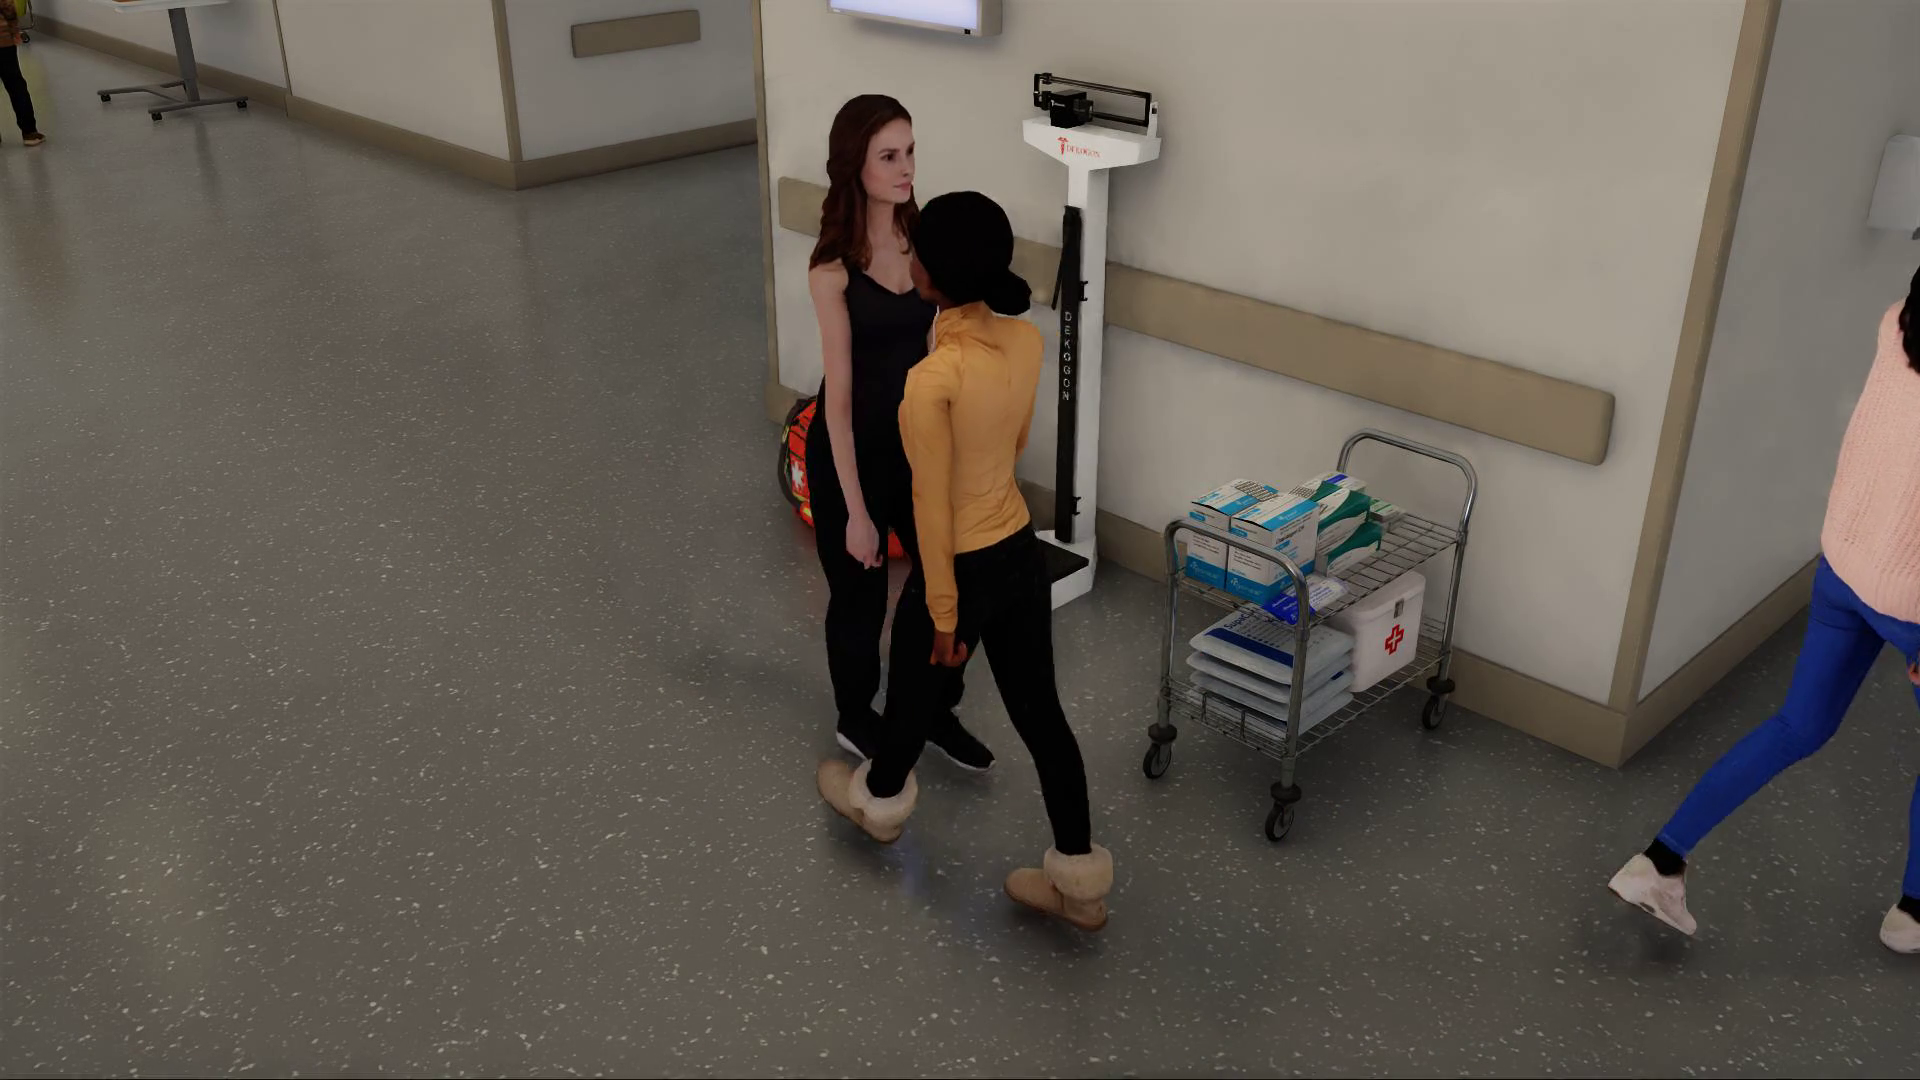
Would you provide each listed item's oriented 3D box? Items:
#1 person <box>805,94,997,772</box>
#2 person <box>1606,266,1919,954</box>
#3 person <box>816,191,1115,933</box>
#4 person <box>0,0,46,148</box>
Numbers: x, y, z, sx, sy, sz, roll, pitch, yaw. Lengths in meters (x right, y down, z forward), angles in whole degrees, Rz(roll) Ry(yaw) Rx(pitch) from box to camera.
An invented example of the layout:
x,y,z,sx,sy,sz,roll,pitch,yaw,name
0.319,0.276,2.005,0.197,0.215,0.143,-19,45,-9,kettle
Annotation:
x,y,z,sx,sy,sz,roll,pitch,yaw,name
-0.266,-0.214,4.068,0.591,1.732,0.667,-23,34,-39,person
1.807,0.127,3.358,1.120,1.733,1.142,-4,26,-8,person
0.099,0.109,3.528,0.592,1.618,1.062,-22,33,-38,person
-6.319,-3.290,10.766,0.665,1.454,0.679,-10,27,-19,person
